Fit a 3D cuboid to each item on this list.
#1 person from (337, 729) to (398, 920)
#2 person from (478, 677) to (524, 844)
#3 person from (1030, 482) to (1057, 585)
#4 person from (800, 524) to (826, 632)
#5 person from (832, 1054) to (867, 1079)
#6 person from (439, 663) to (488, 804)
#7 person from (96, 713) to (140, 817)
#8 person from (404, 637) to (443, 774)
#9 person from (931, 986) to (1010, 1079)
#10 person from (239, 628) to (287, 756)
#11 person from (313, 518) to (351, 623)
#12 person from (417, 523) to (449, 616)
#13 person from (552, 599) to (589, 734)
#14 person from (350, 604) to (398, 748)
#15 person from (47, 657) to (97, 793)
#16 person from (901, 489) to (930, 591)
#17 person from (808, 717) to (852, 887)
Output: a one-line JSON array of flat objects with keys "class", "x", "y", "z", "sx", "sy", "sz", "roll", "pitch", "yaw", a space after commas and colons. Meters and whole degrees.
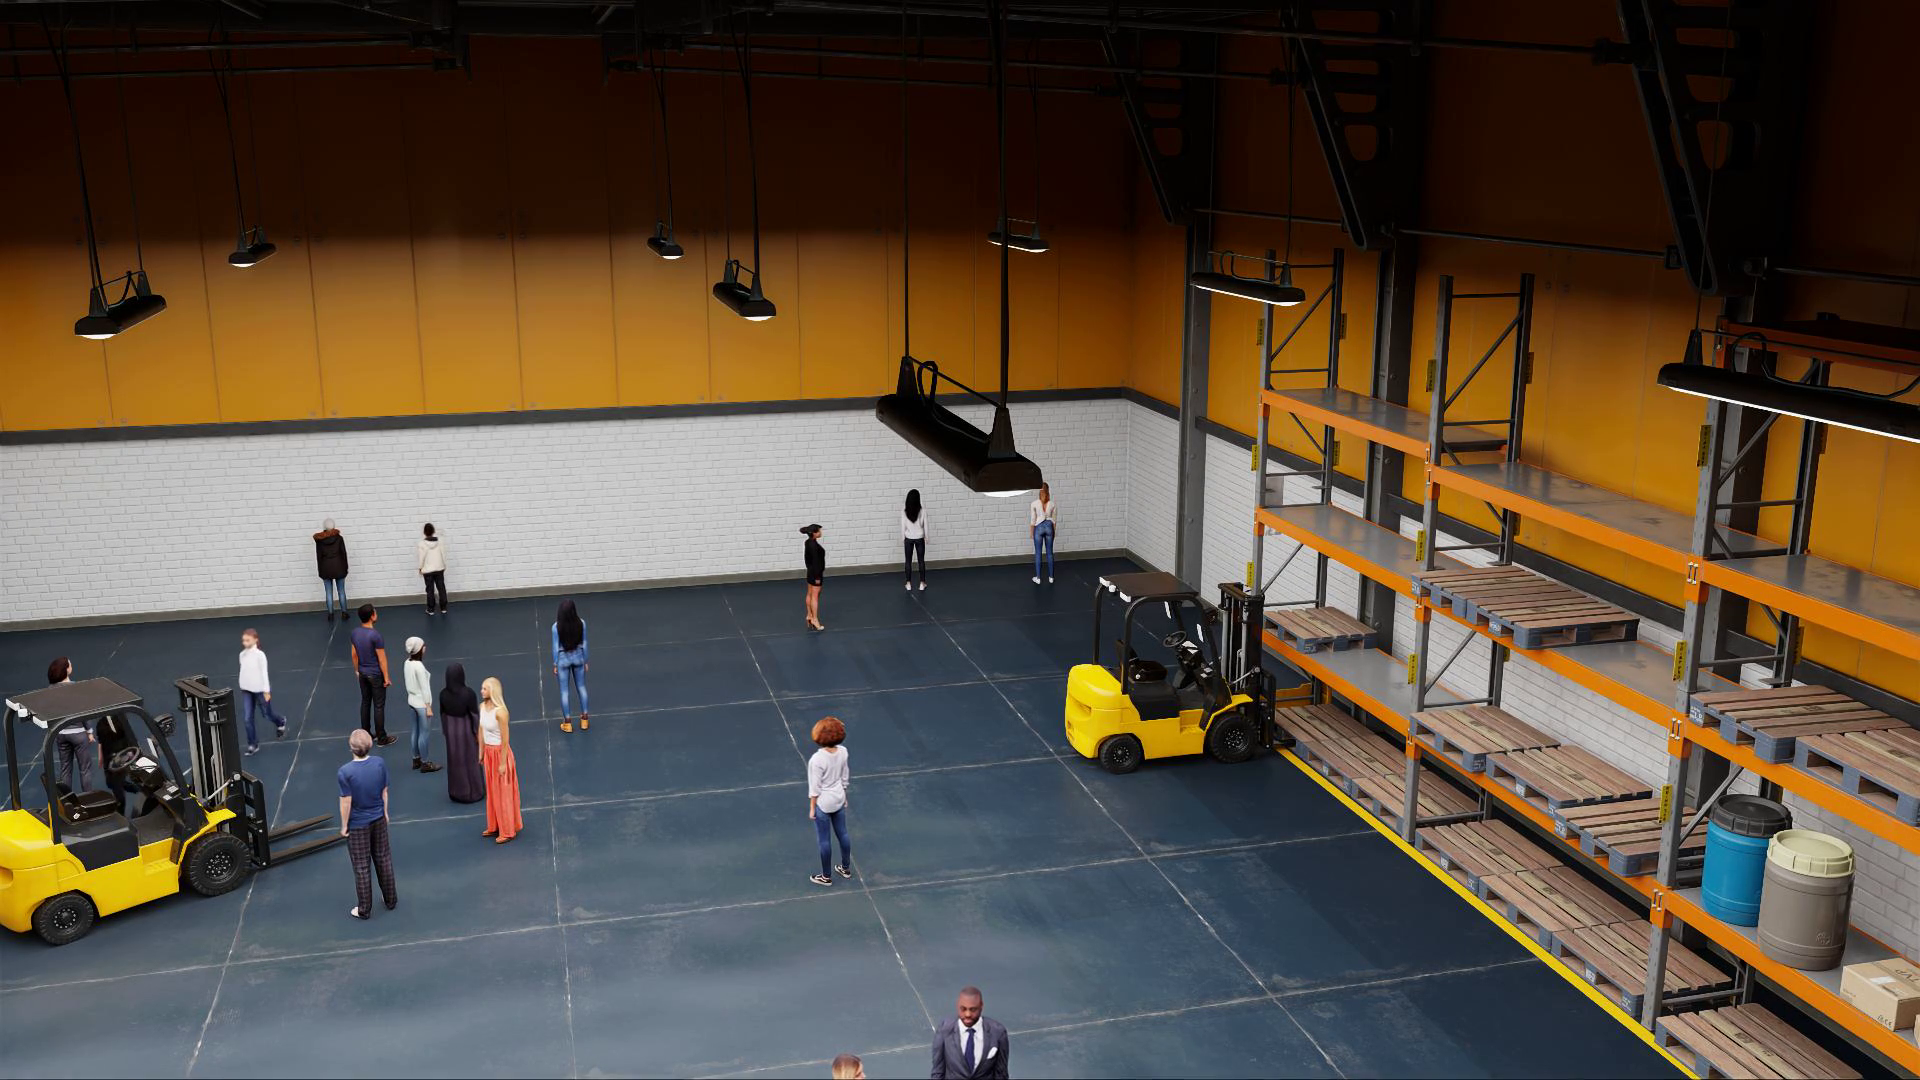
[{"class": "person", "x": -5.694, "y": 2.703, "z": 15.968, "sx": 0.736, "sy": 1.872, "sz": 0.740, "roll": 13, "pitch": 19, "yaw": 42}, {"class": "person", "x": -4.919, "y": 2.322, "z": 17.689, "sx": 0.686, "sy": 1.802, "sz": 0.790, "roll": 13, "pitch": 19, "yaw": 43}, {"class": "person", "x": 1.408, "y": -0.129, "z": 27.986, "sx": 0.619, "sy": 1.719, "sz": 0.536, "roll": -2, "pitch": 14, "yaw": -10}, {"class": "person", "x": -2.215, "y": 0.551, "z": 25.348, "sx": 0.664, "sy": 1.640, "sz": 0.571, "roll": -5, "pitch": 15, "yaw": -21}, {"class": "person", "x": -0.715, "y": 4.074, "z": 10.725, "sx": 0.665, "sy": 1.676, "sz": 0.496, "roll": 1, "pitch": 14, "yaw": 2}, {"class": "person", "x": -5.629, "y": 2.161, "z": 18.754, "sx": 0.689, "sy": 1.614, "sz": 0.703, "roll": 2, "pitch": 14, "yaw": 7}, {"class": "person", "x": -9.077, "y": 2.335, "z": 18.005, "sx": 0.902, "sy": 1.629, "sz": 0.999, "roll": 6, "pitch": 15, "yaw": 23}, {"class": "person", "x": -6.385, "y": 1.925, "z": 19.665, "sx": 0.704, "sy": 1.644, "sz": 0.580, "roll": -13, "pitch": 19, "yaw": -42}, {"class": "person", "x": 0.061, "y": 3.862, "z": 11.282, "sx": 0.749, "sy": 1.824, "sz": 0.696, "roll": 0, "pitch": 14, "yaw": 0}, {"class": "person", "x": -8.569, "y": 1.817, "z": 20.338, "sx": 0.766, "sy": 1.537, "sz": 1.033, "roll": 2, "pitch": 14, "yaw": 8}, {"class": "person", "x": -9.723, "y": 0.447, "z": 25.784, "sx": 0.639, "sy": 1.637, "sz": 0.625, "roll": -5, "pitch": 14, "yaw": -18}, {"class": "person", "x": -8.295, "y": 0.445, "z": 26.181, "sx": 0.622, "sy": 1.455, "sz": 0.583, "roll": -7, "pitch": 15, "yaw": -27}, {"class": "person", "x": -4.906, "y": 1.570, "z": 20.985, "sx": 0.645, "sy": 1.713, "sz": 0.592, "roll": -7, "pitch": 15, "yaw": -28}, {"class": "person", "x": -7.252, "y": 1.654, "z": 20.468, "sx": 0.717, "sy": 1.792, "sz": 0.732, "roll": 5, "pitch": 15, "yaw": 21}, {"class": "person", "x": -9.870, "y": 2.147, "z": 18.485, "sx": 0.676, "sy": 1.768, "sz": 0.643, "roll": 1, "pitch": 14, "yaw": 5}, {"class": "person", "x": -0.756, "y": -0.017, "z": 27.566, "sx": 0.677, "sy": 1.700, "sz": 0.648, "roll": 0, "pitch": 14, "yaw": 1}, {"class": "person", "x": -1.308, "y": 2.607, "z": 16.709, "sx": 0.745, "sy": 1.711, "sz": 0.756, "roll": -13, "pitch": 18, "yaw": -42}]
